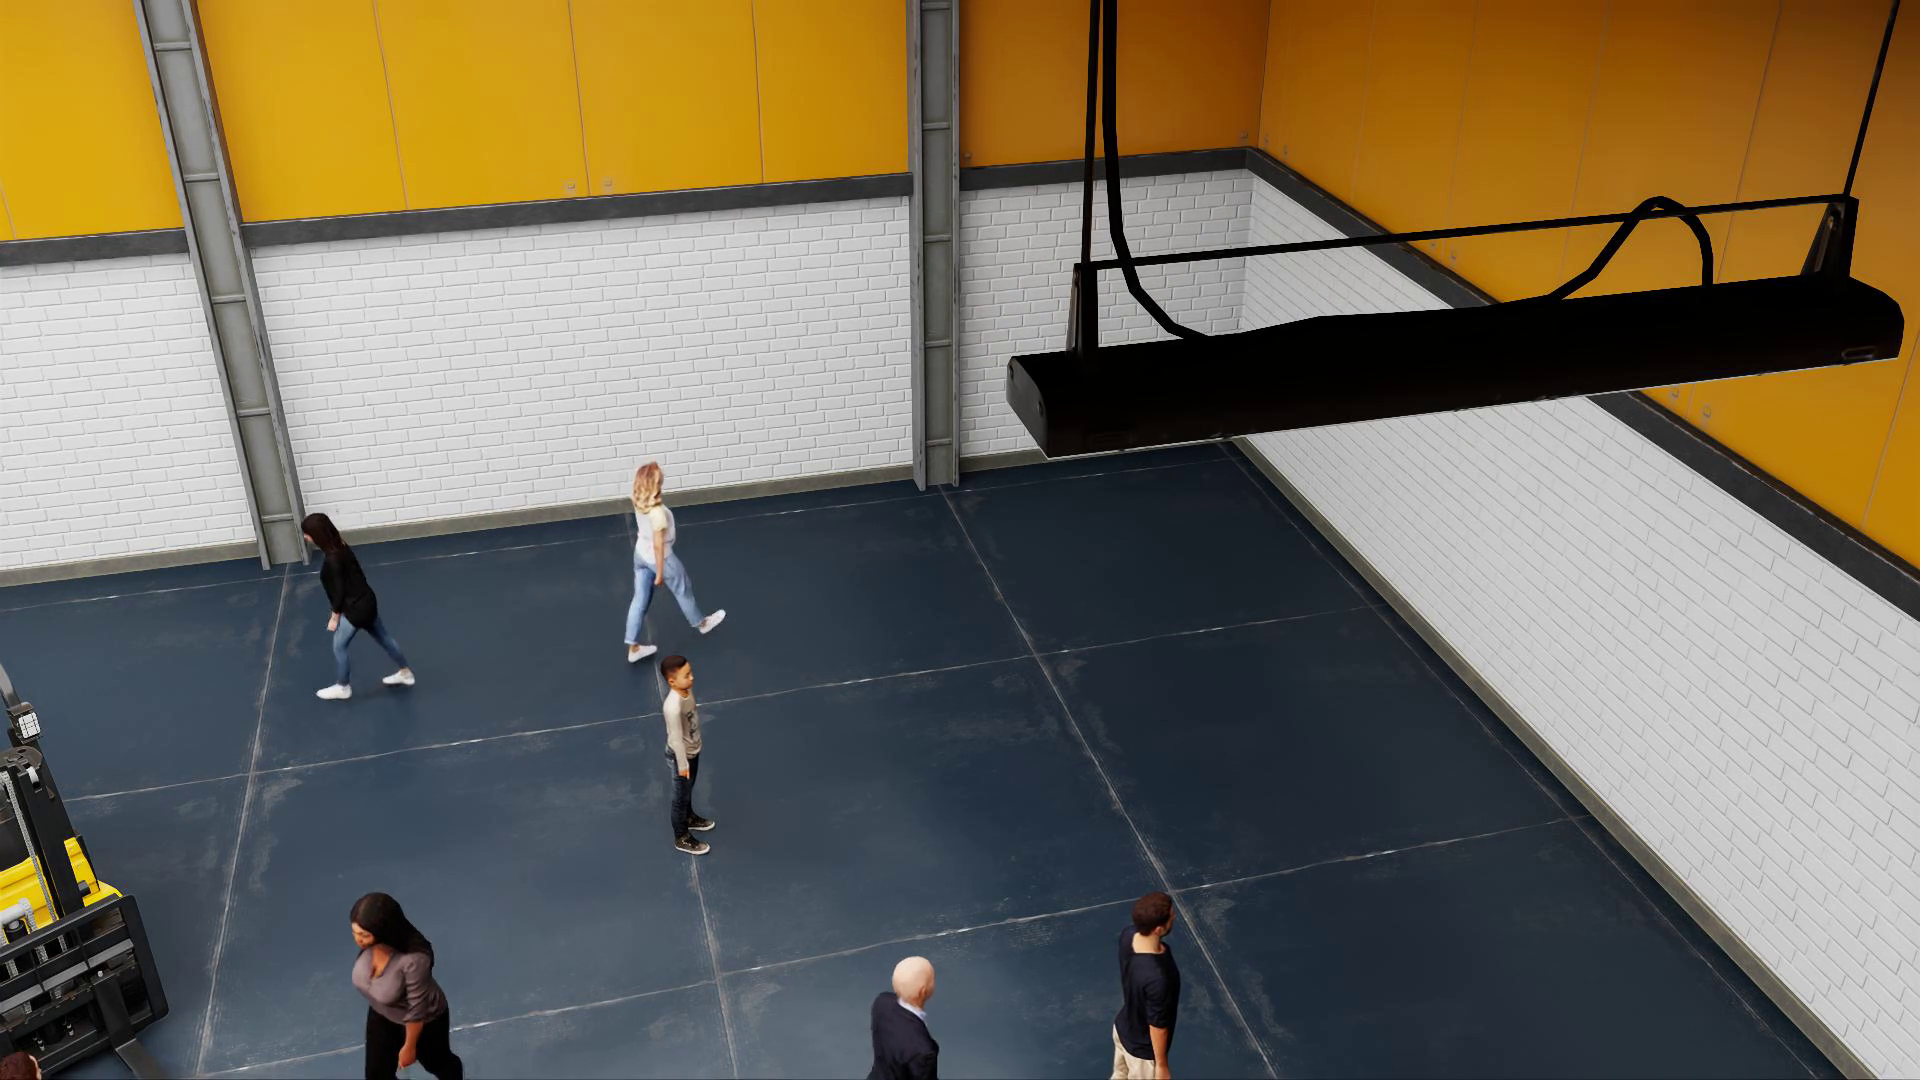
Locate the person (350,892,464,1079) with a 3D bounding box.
[{"bbox_3d":[-2.830,2.477,8.803,0.895,1.811,0.955,19,34,31],"label":"person"}]

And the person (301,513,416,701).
[{"bbox_3d":[-4.524,0.517,12.624,0.953,1.593,0.622,-2,29,-5],"label":"person"}]

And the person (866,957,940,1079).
[{"bbox_3d":[-0.324,2.826,8.194,0.789,1.781,0.717,-8,30,-15],"label":"person"}]

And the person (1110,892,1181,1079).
[{"bbox_3d":[0.934,2.569,8.591,0.533,1.851,0.626,-7,29,-13],"label":"person"}]

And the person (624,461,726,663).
[{"bbox_3d":[-2.483,0.207,13.108,1.207,1.673,0.964,-24,36,-36],"label":"person"}]

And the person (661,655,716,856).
[{"bbox_3d":[-1.853,1.405,11.132,0.588,1.463,0.614,1,29,3],"label":"person"}]
